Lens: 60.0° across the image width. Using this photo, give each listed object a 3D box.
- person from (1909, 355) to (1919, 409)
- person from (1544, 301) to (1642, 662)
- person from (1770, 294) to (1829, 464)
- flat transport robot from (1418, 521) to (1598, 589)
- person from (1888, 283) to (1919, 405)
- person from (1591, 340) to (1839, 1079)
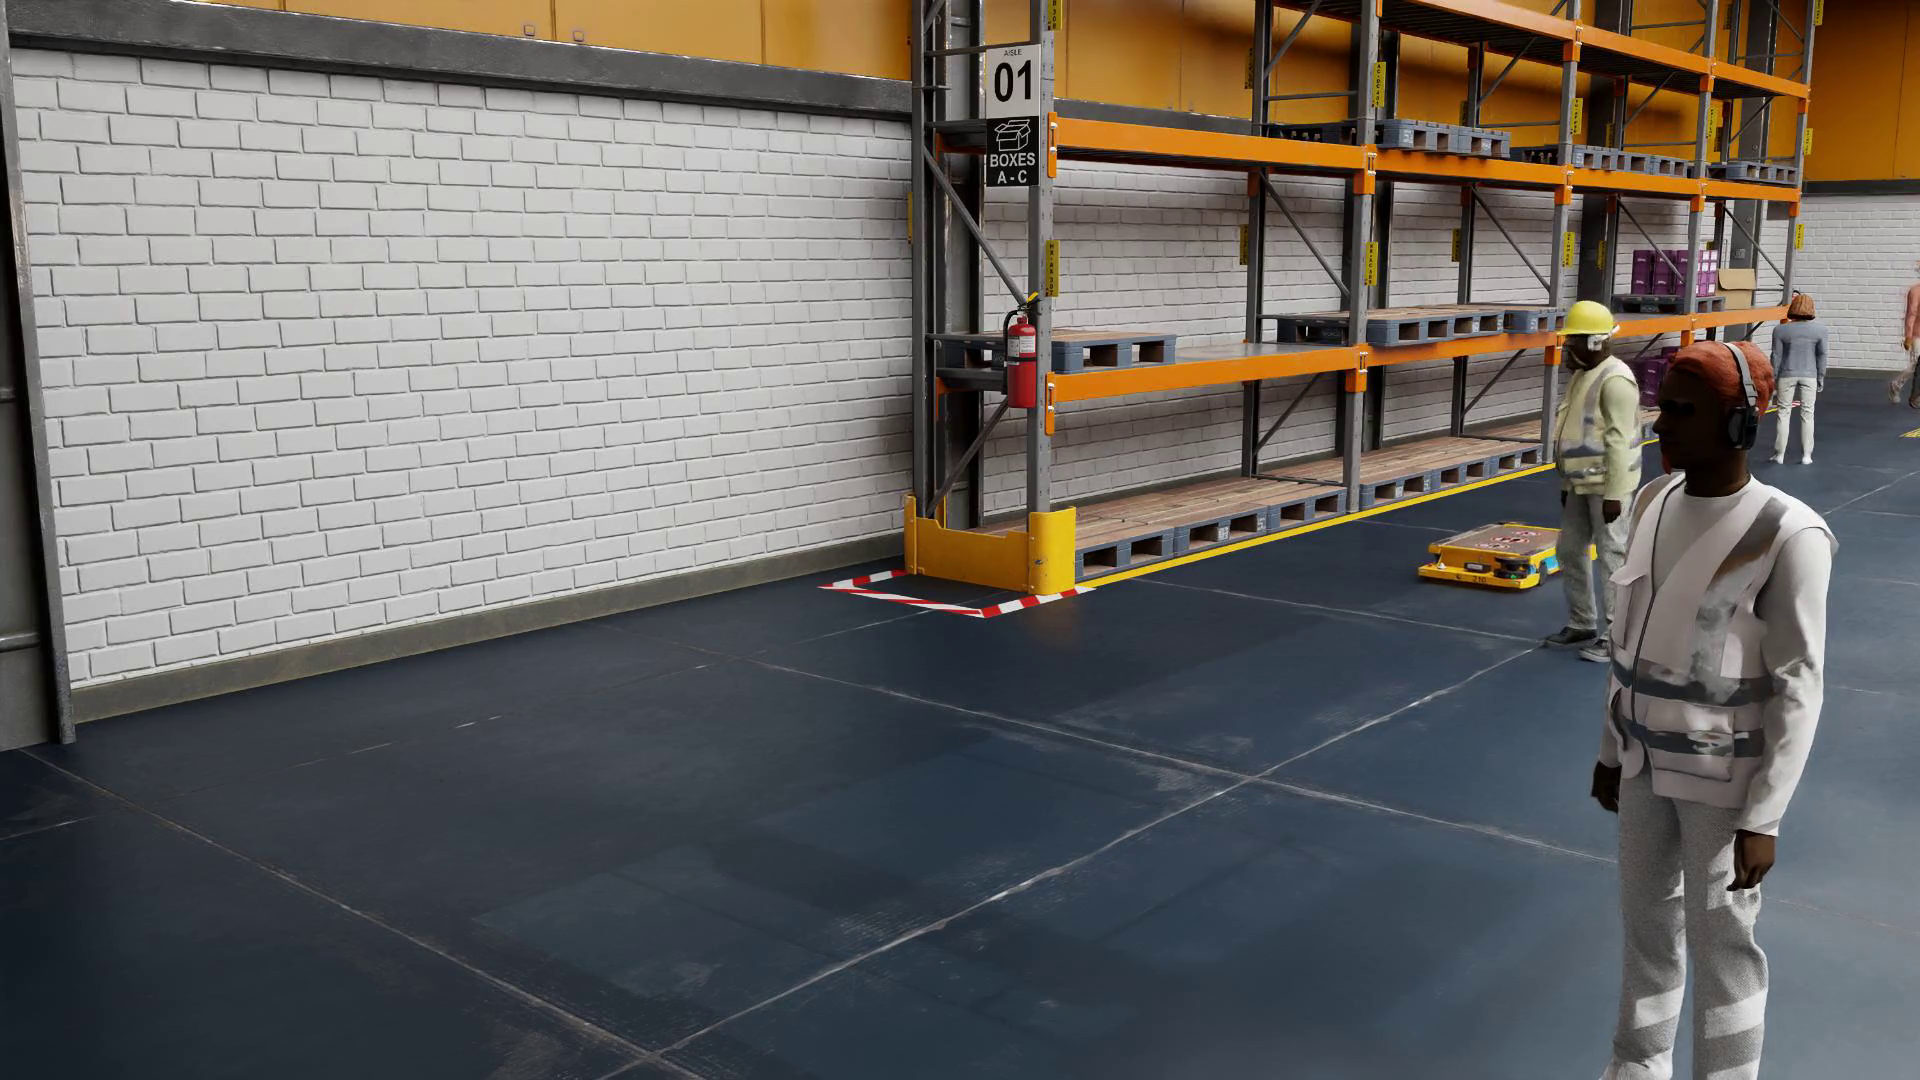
[{"bbox_3d":[8.154,-1.223,13.571,0.622,1.864,0.945,8,12,37],"label":"person"},{"bbox_3d":[3.192,-0.294,8.424,0.455,1.812,0.598,0,10,1],"label":"person"},{"bbox_3d":[8.057,-1.542,16.019,0.499,1.634,0.279,4,11,19],"label":"person"},{"bbox_3d":[3.543,0.080,10.662,0.652,0.197,1.431,8,13,38],"label":"flat transport robot"},{"bbox_3d":[12.205,-2.603,21.076,0.634,1.978,0.667,-3,10,-16],"label":"person"},{"bbox_3d":[1.582,0.512,3.613,0.353,1.883,0.572,-3,10,-14],"label":"person"}]
